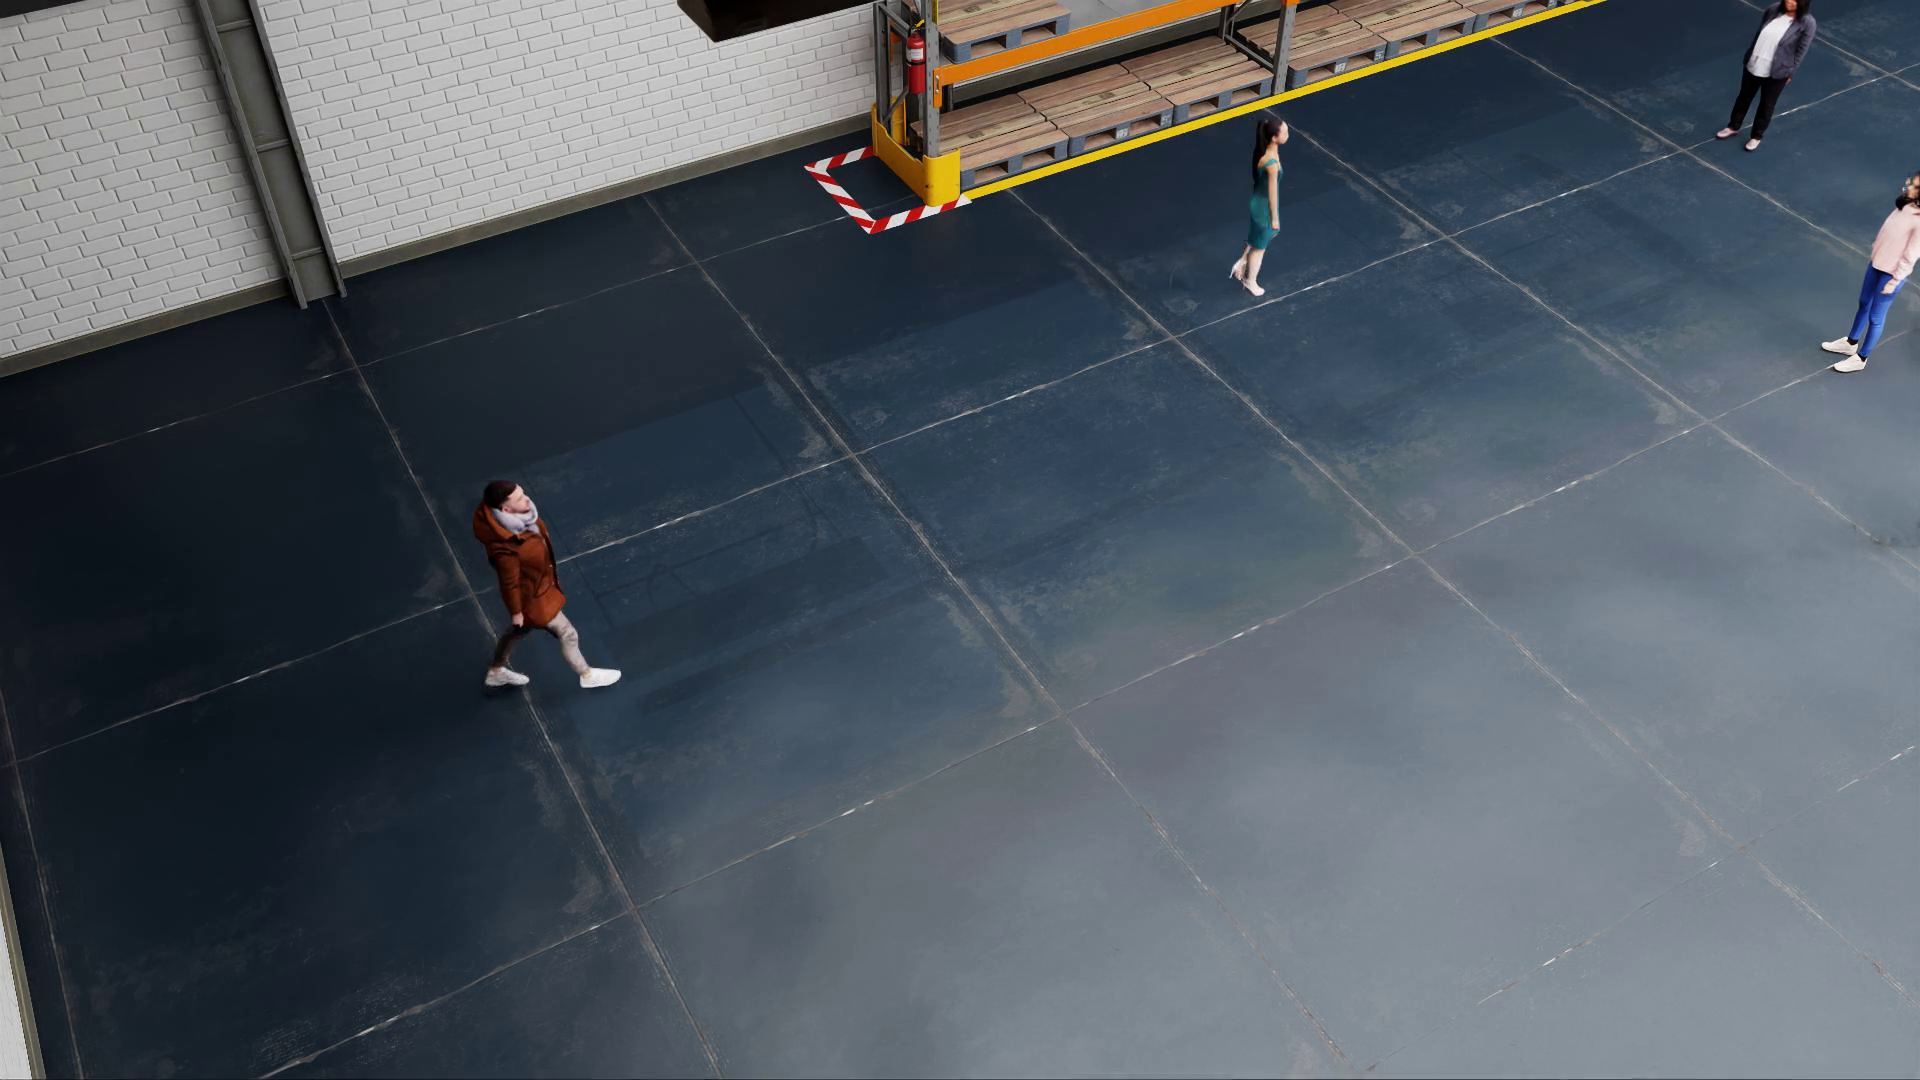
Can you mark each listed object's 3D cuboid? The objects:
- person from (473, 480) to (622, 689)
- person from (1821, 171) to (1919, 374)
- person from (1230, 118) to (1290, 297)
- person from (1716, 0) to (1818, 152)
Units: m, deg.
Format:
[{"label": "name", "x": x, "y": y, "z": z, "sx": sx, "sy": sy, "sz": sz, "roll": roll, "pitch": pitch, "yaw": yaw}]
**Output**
[{"label": "person", "x": -2.782, "y": 0.331, "z": 10.415, "sx": 1.200, "sy": 1.802, "sz": 0.913, "roll": -10, "pitch": 44, "yaw": -10}, {"label": "person", "x": 7.253, "y": -2.101, "z": 12.991, "sx": 0.740, "sy": 1.769, "sz": 0.723, "roll": 3, "pitch": 44, "yaw": 3}, {"label": "person", "x": 2.425, "y": -2.726, "z": 13.712, "sx": 0.753, "sy": 1.679, "sz": 0.710, "roll": -1, "pitch": 44, "yaw": -1}, {"label": "person", "x": 7.590, "y": -4.453, "z": 15.585, "sx": 0.721, "sy": 1.597, "sz": 0.721, "roll": -31, "pitch": 52, "yaw": -29}]
